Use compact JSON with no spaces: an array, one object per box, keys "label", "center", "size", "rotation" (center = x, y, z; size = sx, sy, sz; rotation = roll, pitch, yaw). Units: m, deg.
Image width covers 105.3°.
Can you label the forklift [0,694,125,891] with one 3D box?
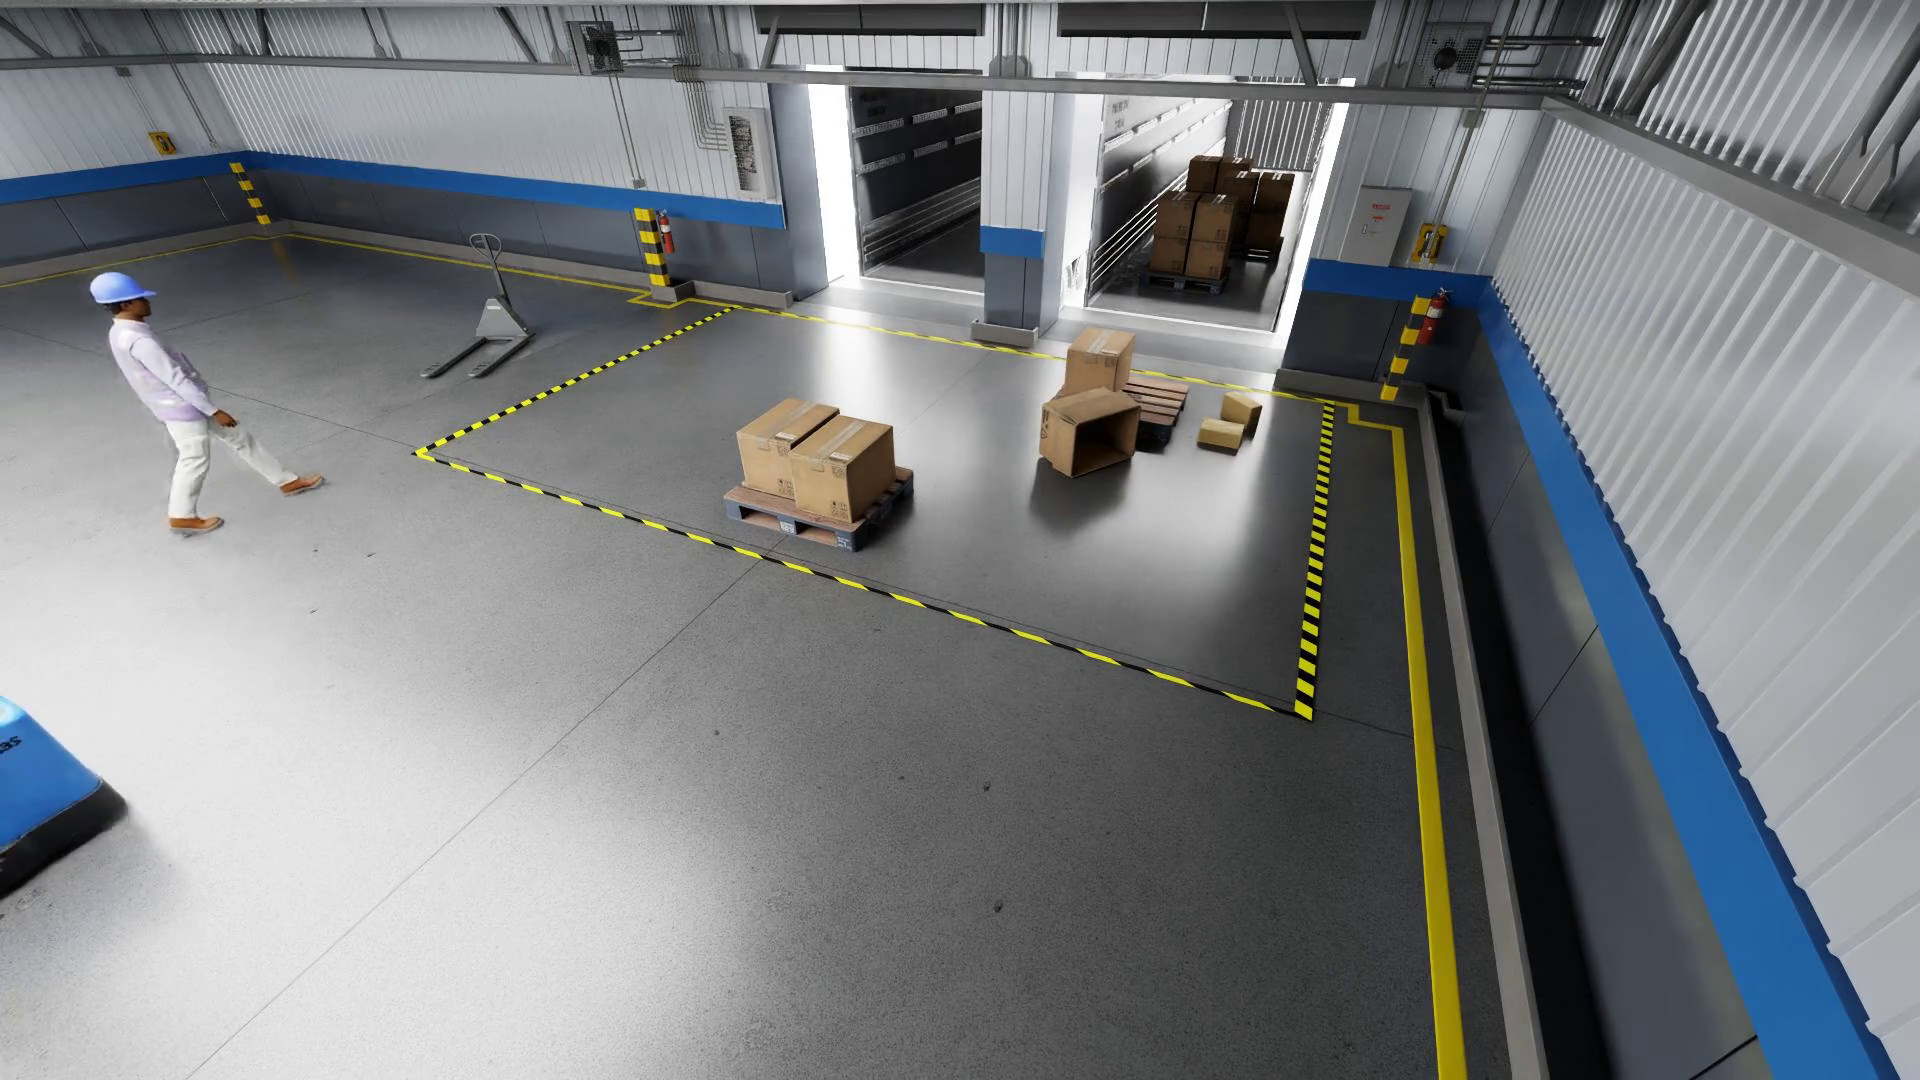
[{"label":"forklift","center":[-4.701,0.709,2.936],"size":[0.716,2.013,0.776],"rotation":[15,38,20]}]

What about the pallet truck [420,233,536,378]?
[{"label":"pallet truck","center":[-5.664,-2.712,8.427],"size":[0.680,1.201,1.601],"rotation":[0,35,-1]}]

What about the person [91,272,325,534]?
[{"label":"person","center":[-5.771,-1.000,5.464],"size":[0.607,1.896,1.018],"rotation":[29,44,34]}]
